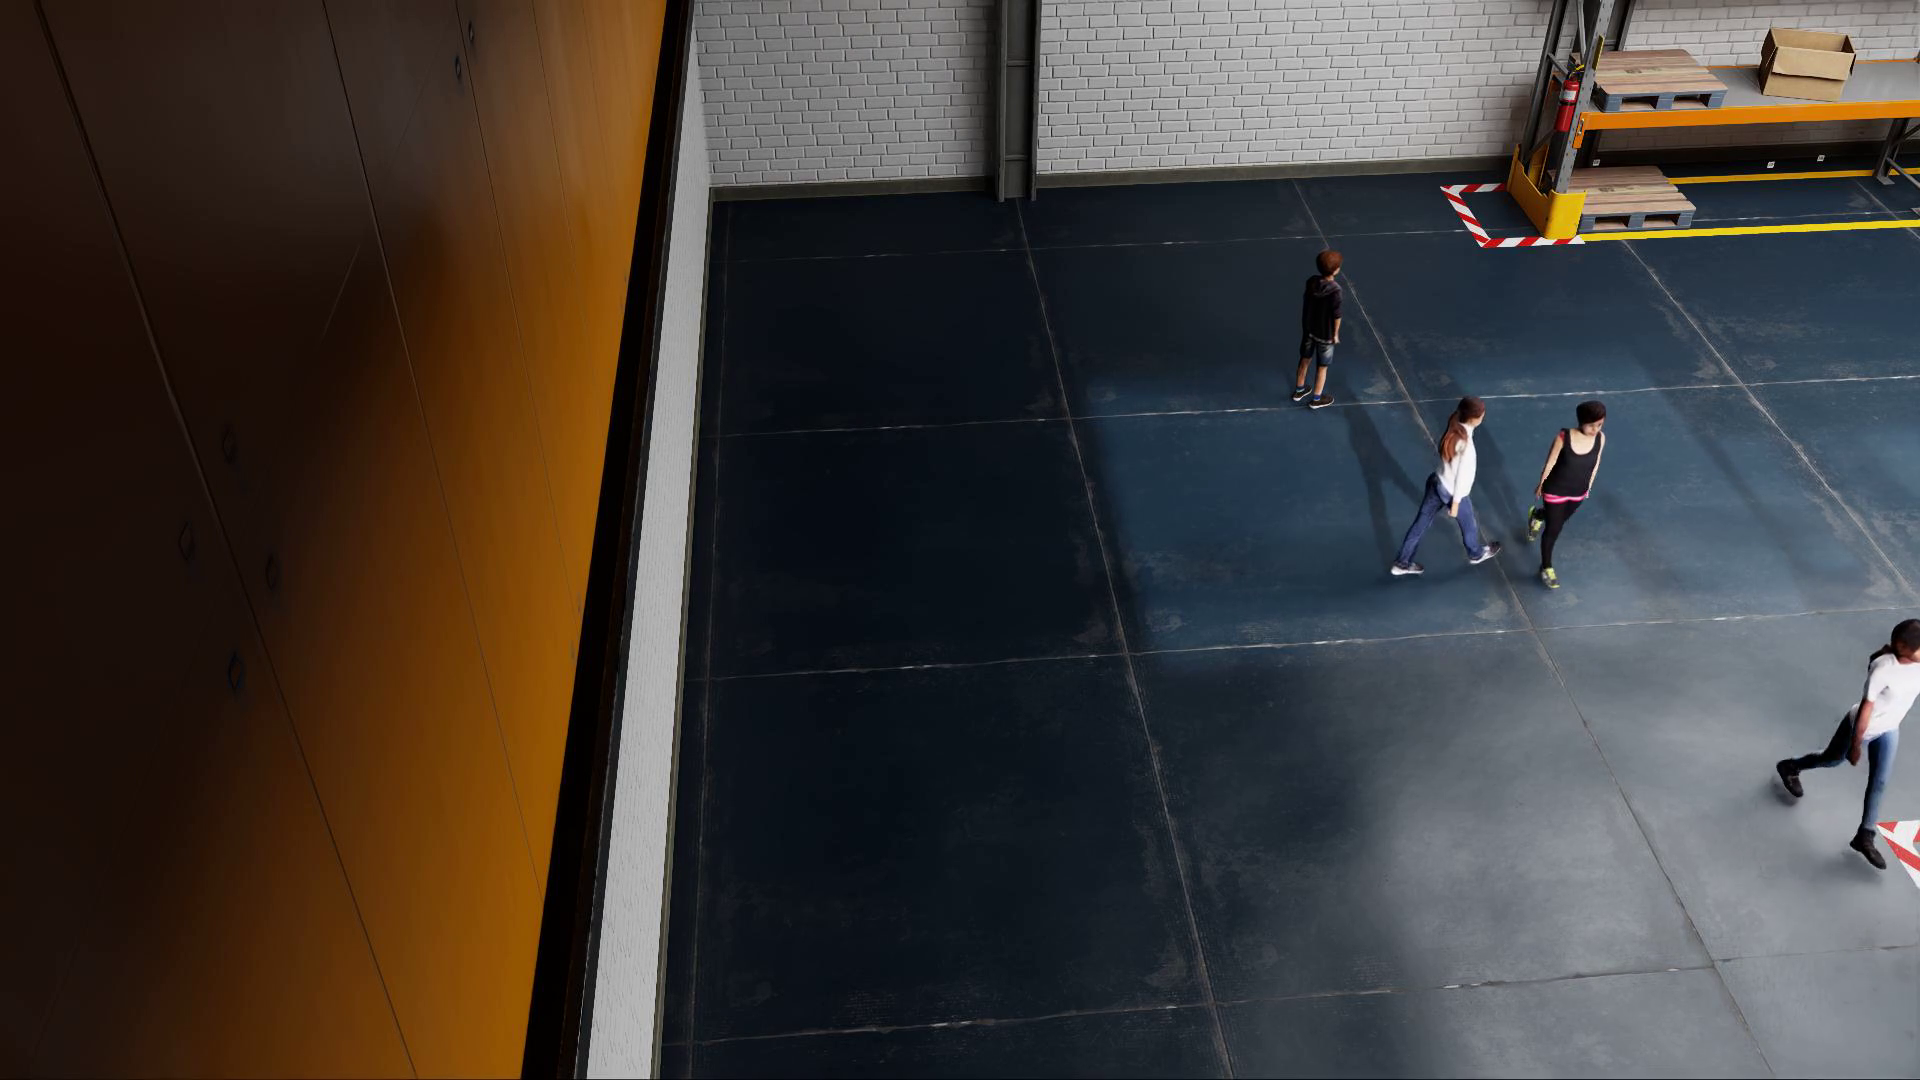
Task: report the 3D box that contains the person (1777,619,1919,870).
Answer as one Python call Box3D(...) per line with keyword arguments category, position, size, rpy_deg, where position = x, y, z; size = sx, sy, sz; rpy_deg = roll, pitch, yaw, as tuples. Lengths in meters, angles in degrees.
Box3D(category="person", position=(5.520, 1.123, 10.224), size=(1.145, 1.676, 0.868), rpy_deg=(-13, 40, -15))

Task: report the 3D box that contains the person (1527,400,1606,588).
Box3D(category="person", position=(4.448, -0.444, 12.311), size=(0.921, 1.521, 0.641), rpy_deg=(-5, 39, -6))

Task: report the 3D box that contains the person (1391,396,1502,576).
Box3D(category="person", position=(3.492, -0.347, 12.198), size=(1.120, 1.511, 0.691), rpy_deg=(-10, 40, -12))

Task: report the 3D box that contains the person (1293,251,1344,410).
Box3D(category="person", position=(3.040, -1.790, 14.056), size=(0.662, 1.446, 0.624), rpy_deg=(-27, 46, -30))
